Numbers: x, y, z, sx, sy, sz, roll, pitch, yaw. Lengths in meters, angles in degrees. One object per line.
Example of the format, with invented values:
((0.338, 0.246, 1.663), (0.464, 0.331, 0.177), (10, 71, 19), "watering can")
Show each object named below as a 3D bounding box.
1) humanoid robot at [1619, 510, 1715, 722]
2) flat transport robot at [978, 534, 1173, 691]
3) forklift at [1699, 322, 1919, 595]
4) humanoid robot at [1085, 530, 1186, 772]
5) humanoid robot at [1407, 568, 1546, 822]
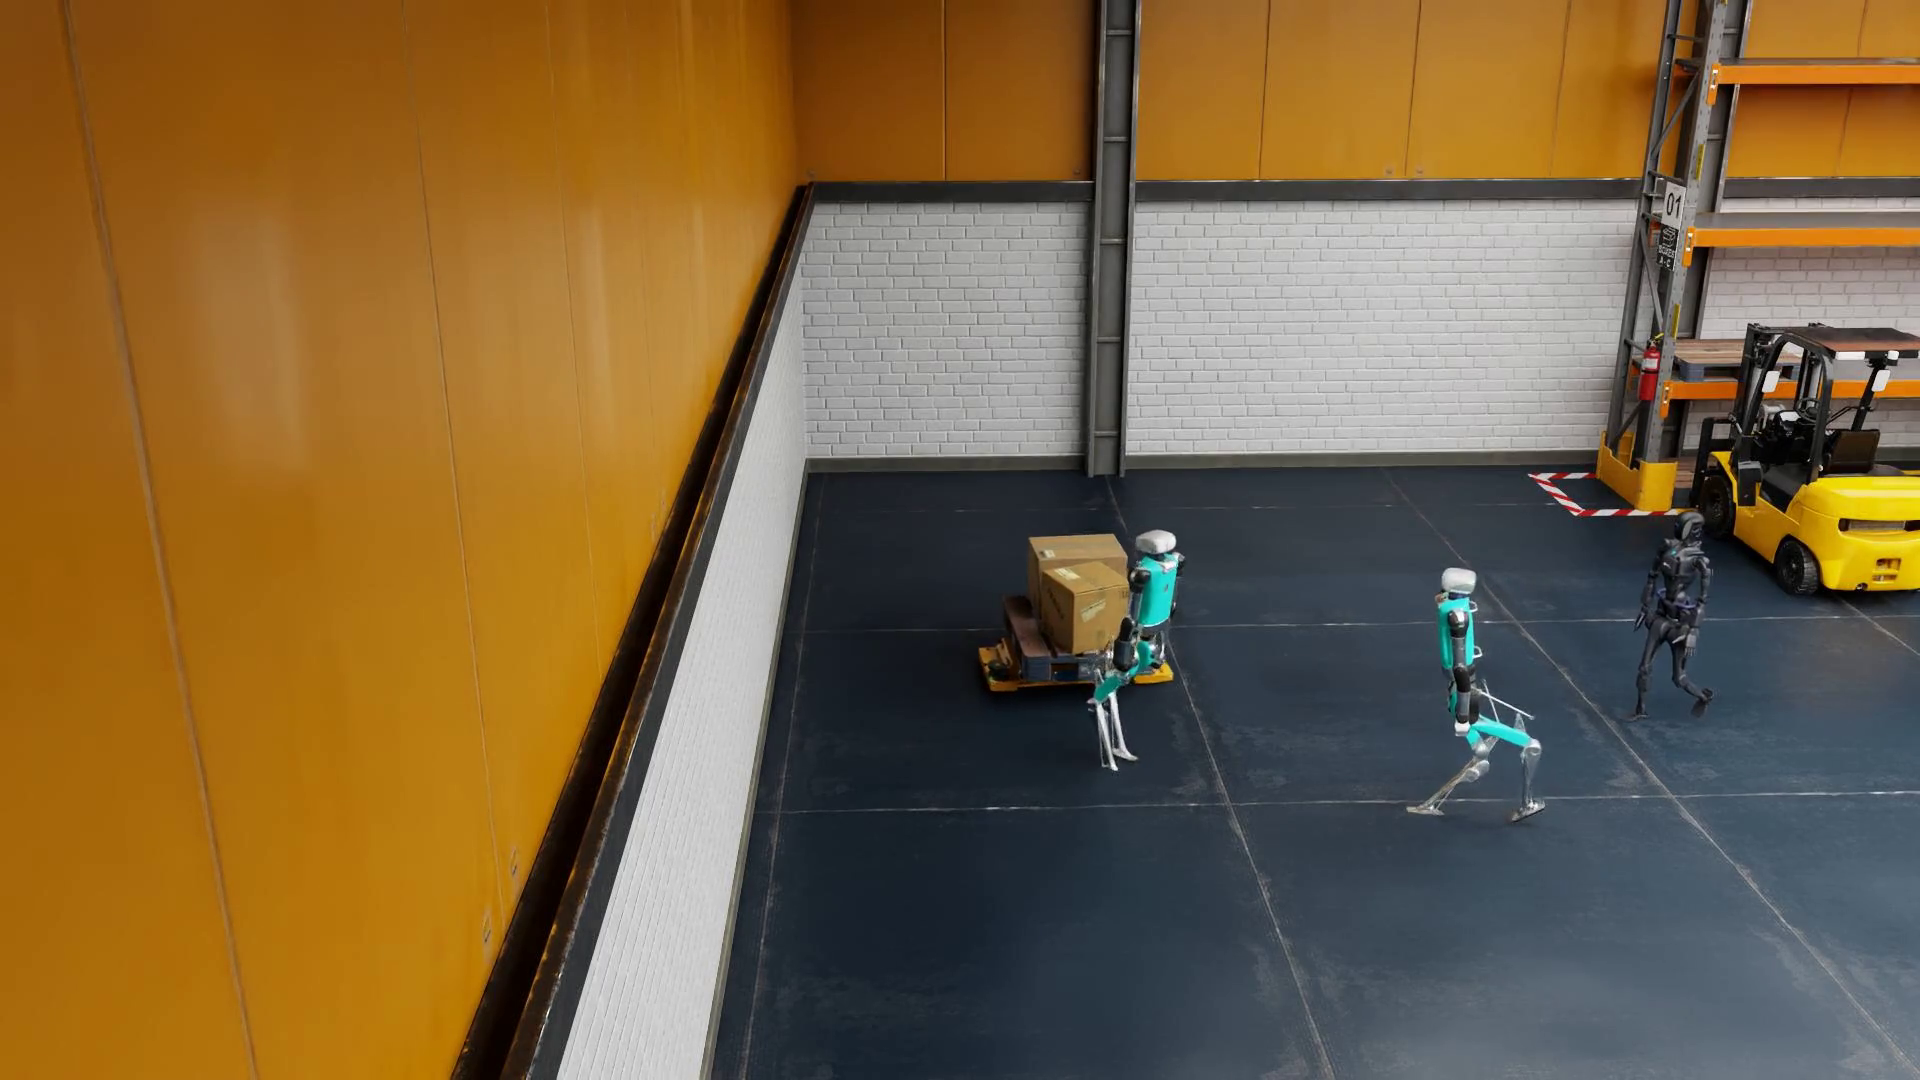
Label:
((5.216, 0.556, 12.043), (0.664, 1.641, 0.593), (-8, 22, -20), "humanoid robot")
((0.894, 0.933, 13.024), (1.431, 0.231, 0.659), (-3, 20, -7), "flat transport robot")
((7.809, -0.792, 14.926), (1.214, 2.155, 2.313), (-1, 20, -2), "forklift")
((1.132, 0.736, 11.411), (0.715, 1.765, 0.537), (18, 27, 39), "humanoid robot")
((3.468, 1.051, 10.671), (1.018, 1.773, 0.532), (3, 20, 8), "humanoid robot")
